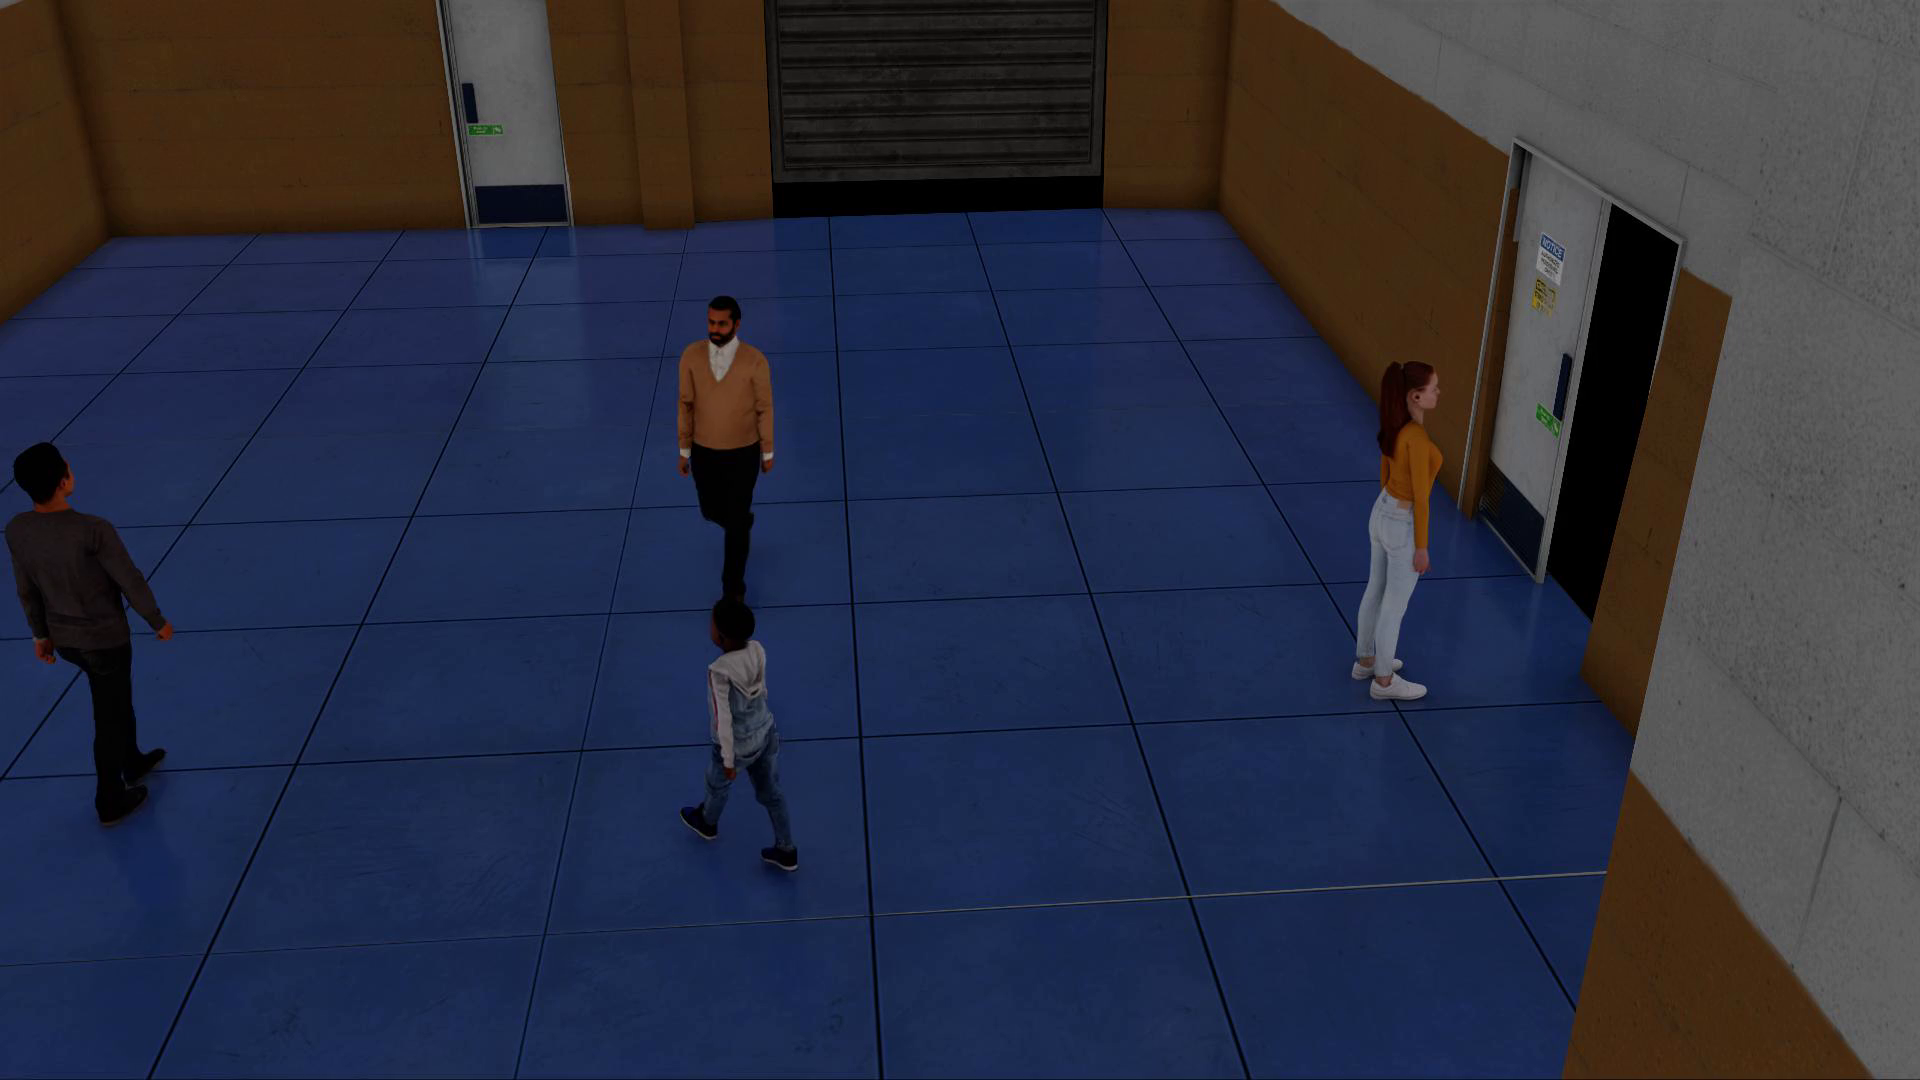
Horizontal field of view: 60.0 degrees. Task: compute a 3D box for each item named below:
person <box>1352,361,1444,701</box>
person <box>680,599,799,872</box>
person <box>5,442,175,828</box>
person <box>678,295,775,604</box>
[{"bbox_3d":[2.127,-0.048,8.083,0.576,1.750,0.601,-4,27,-9],"label":"person"},{"bbox_3d":[-0.861,0.840,6.913,0.909,1.225,0.845,20,33,35],"label":"person"},{"bbox_3d":[-3.762,0.455,7.092,0.810,1.751,0.851,19,33,33],"label":"person"},{"bbox_3d":[-1.246,-0.505,8.997,1.117,1.733,0.944,6,27,11],"label":"person"}]
